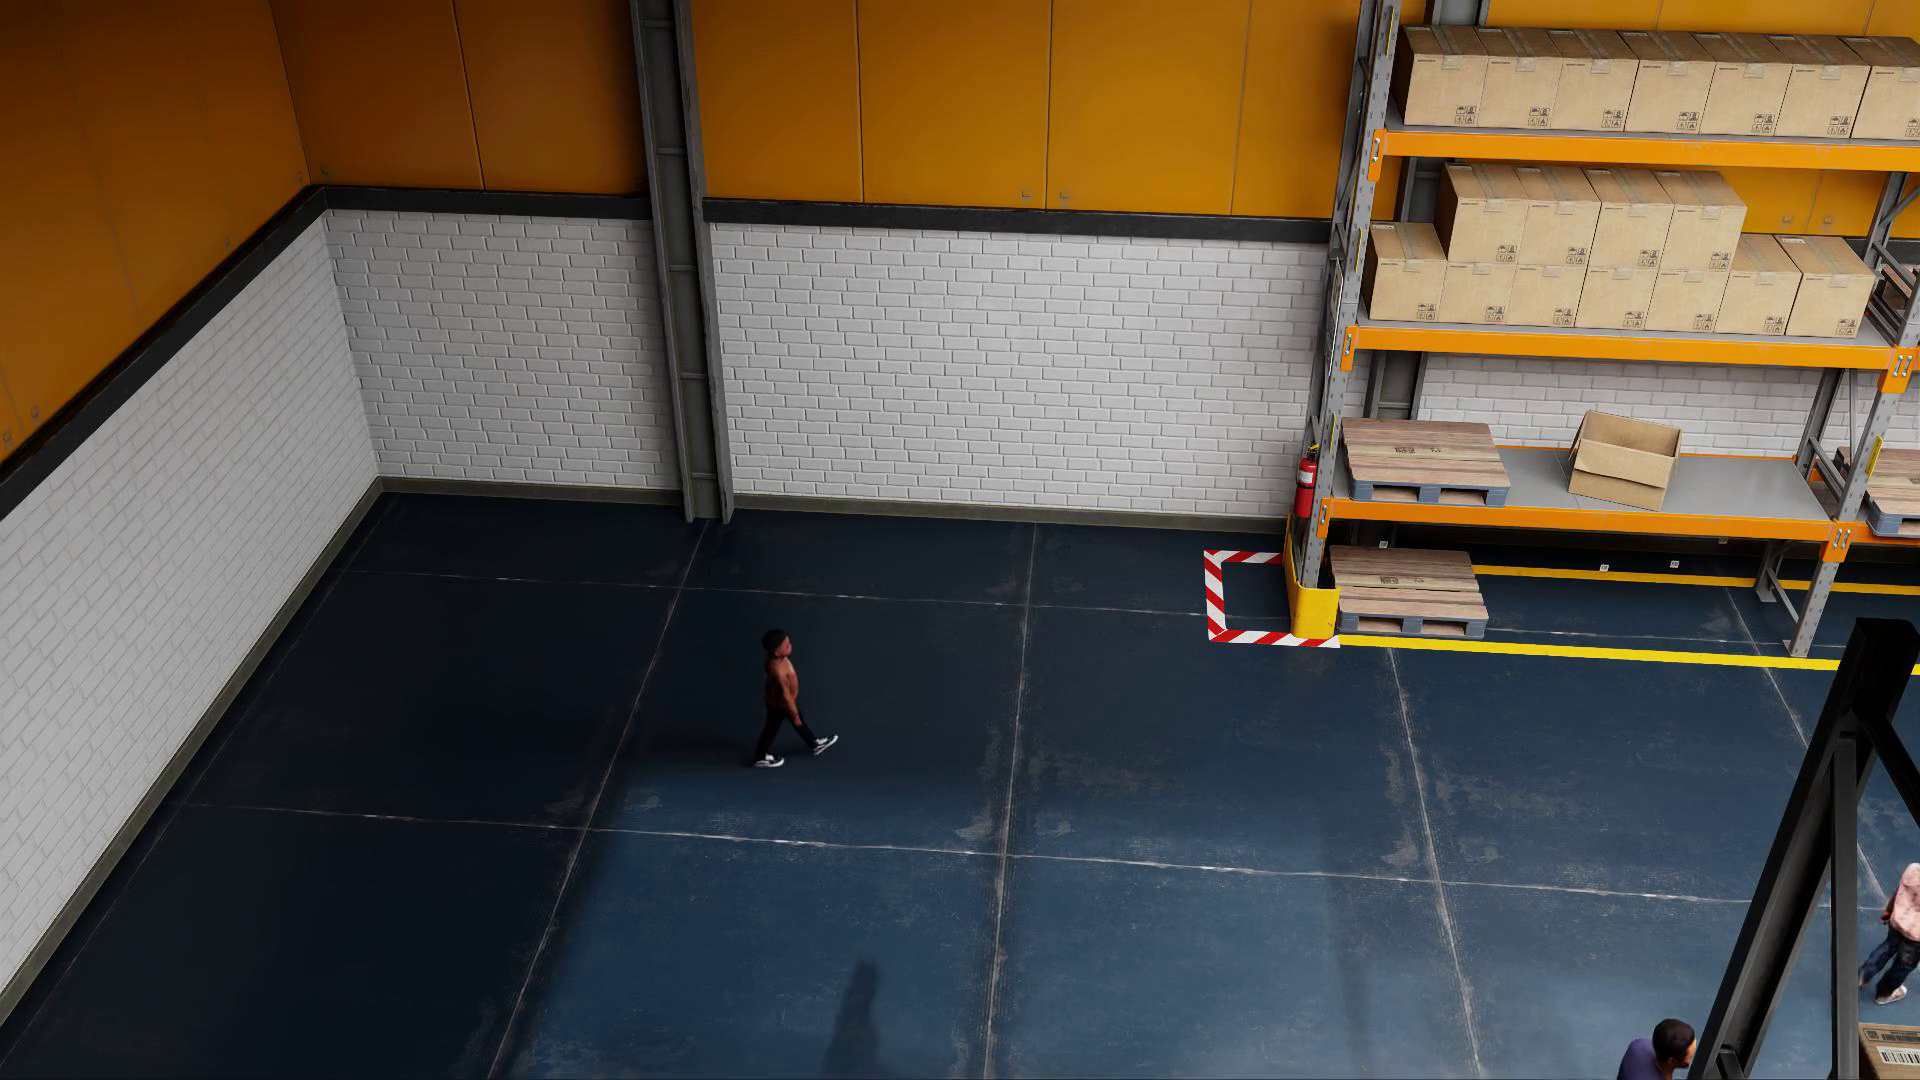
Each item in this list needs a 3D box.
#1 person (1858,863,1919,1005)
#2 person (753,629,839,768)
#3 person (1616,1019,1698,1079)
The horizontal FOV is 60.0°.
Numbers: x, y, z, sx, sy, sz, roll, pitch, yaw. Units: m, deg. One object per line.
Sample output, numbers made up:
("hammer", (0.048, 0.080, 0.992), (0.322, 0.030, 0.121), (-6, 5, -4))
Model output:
("person", (5.813, 2.386, 10.230), (0.689, 1.301, 0.611), (-12, 35, -17))
("person", (-1.378, 1.182, 12.111), (0.924, 1.223, 0.682), (-6, 34, -9))
("person", (3.394, 3.131, 8.708), (1.215, 1.744, 0.813), (9, 35, 14))
